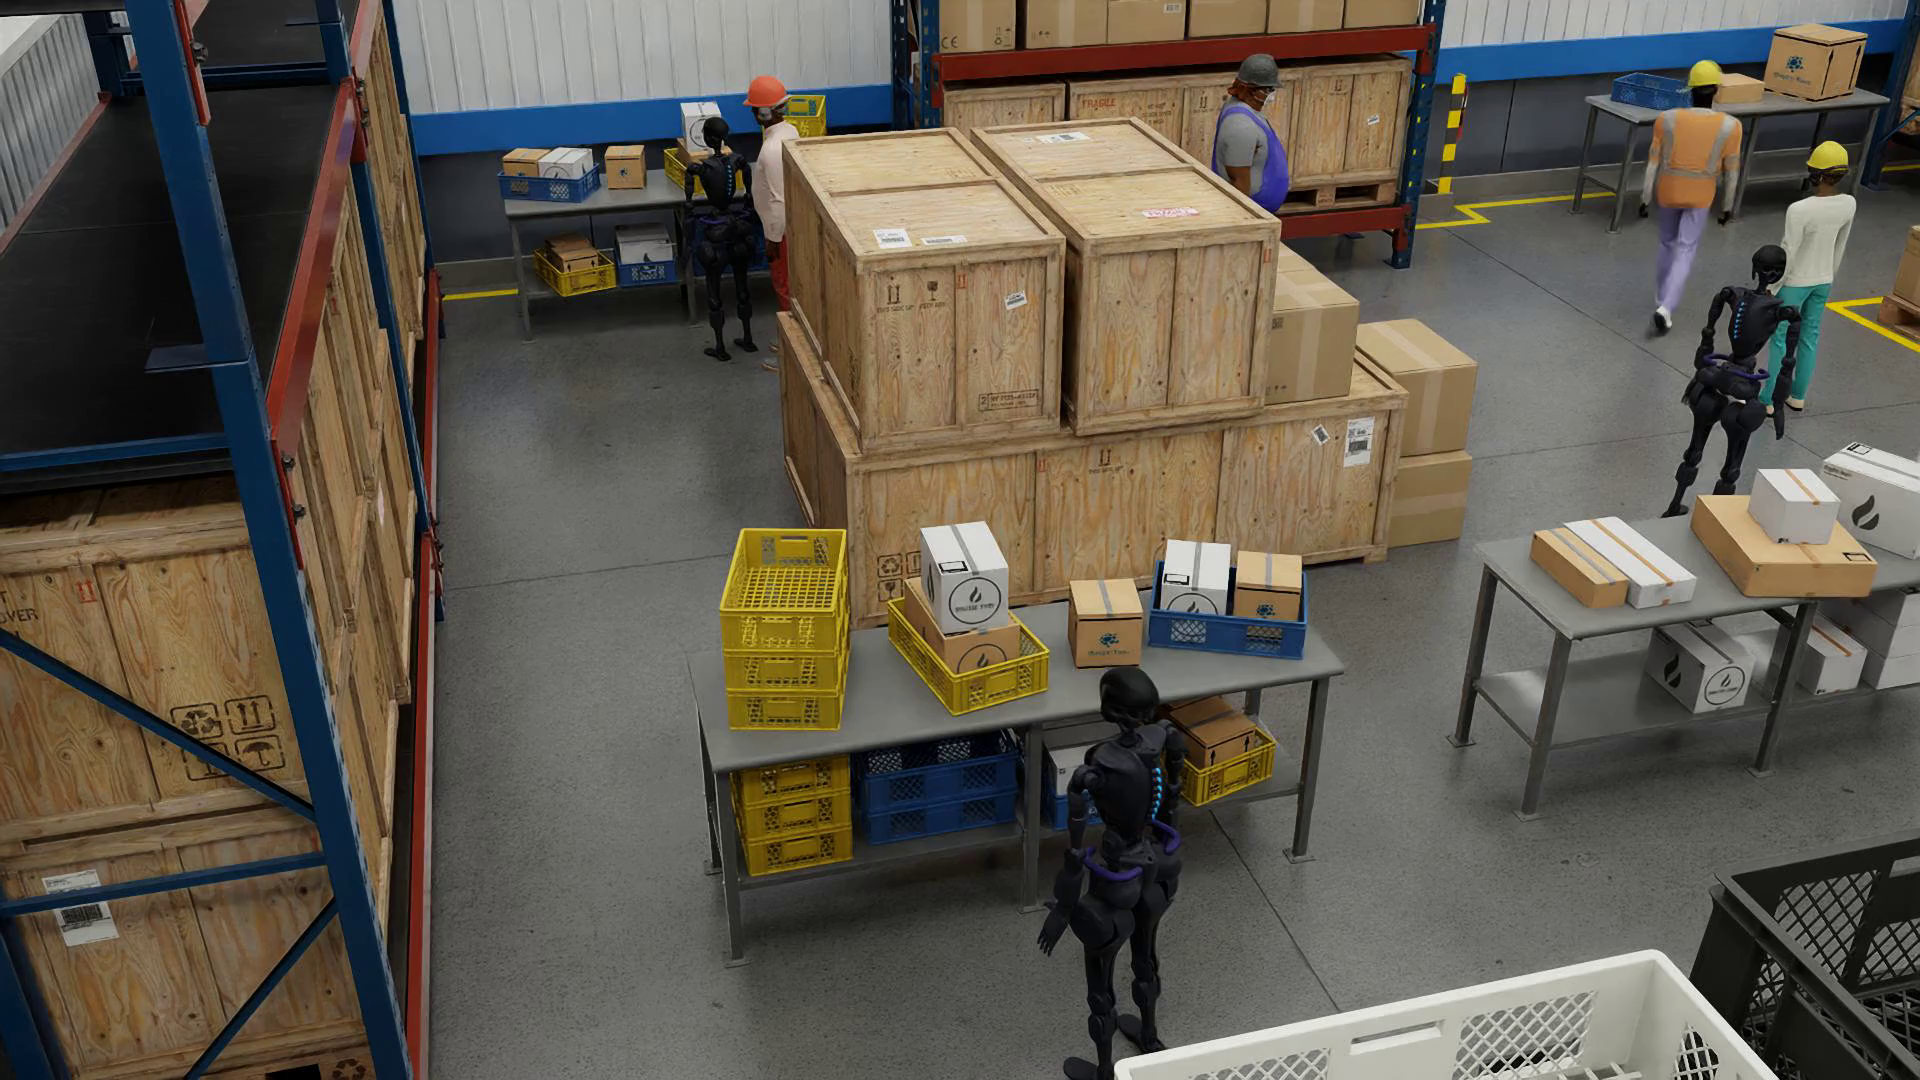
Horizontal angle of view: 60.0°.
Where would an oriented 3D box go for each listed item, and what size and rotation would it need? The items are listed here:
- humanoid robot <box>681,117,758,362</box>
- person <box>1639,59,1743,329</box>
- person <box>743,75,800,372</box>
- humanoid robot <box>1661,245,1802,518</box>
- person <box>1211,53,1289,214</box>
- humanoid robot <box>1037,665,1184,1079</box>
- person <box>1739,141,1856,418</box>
[{"bbox_3d":[-1.638,-2.069,11.412,0.582,1.655,0.327,-22,36,-35],"label":"humanoid robot"},{"bbox_3d":[5.207,-2.473,11.927,0.608,1.891,0.876,15,32,25],"label":"person"},{"bbox_3d":[-1.216,-2.112,11.165,0.394,1.990,0.619,2,29,5],"label":"person"},{"bbox_3d":[4.245,-0.817,9.145,0.365,1.648,0.601,-16,33,-26],"label":"humanoid robot"},{"bbox_3d":[2.008,-2.371,11.587,0.536,2.000,0.675,2,29,4],"label":"person"},{"bbox_3d":[0.536,1.140,5.573,0.609,1.657,0.315,-24,37,-37],"label":"humanoid robot"},{"bbox_3d":[5.322,-1.642,10.544,0.530,1.767,0.326,-10,30,-18],"label":"person"}]
